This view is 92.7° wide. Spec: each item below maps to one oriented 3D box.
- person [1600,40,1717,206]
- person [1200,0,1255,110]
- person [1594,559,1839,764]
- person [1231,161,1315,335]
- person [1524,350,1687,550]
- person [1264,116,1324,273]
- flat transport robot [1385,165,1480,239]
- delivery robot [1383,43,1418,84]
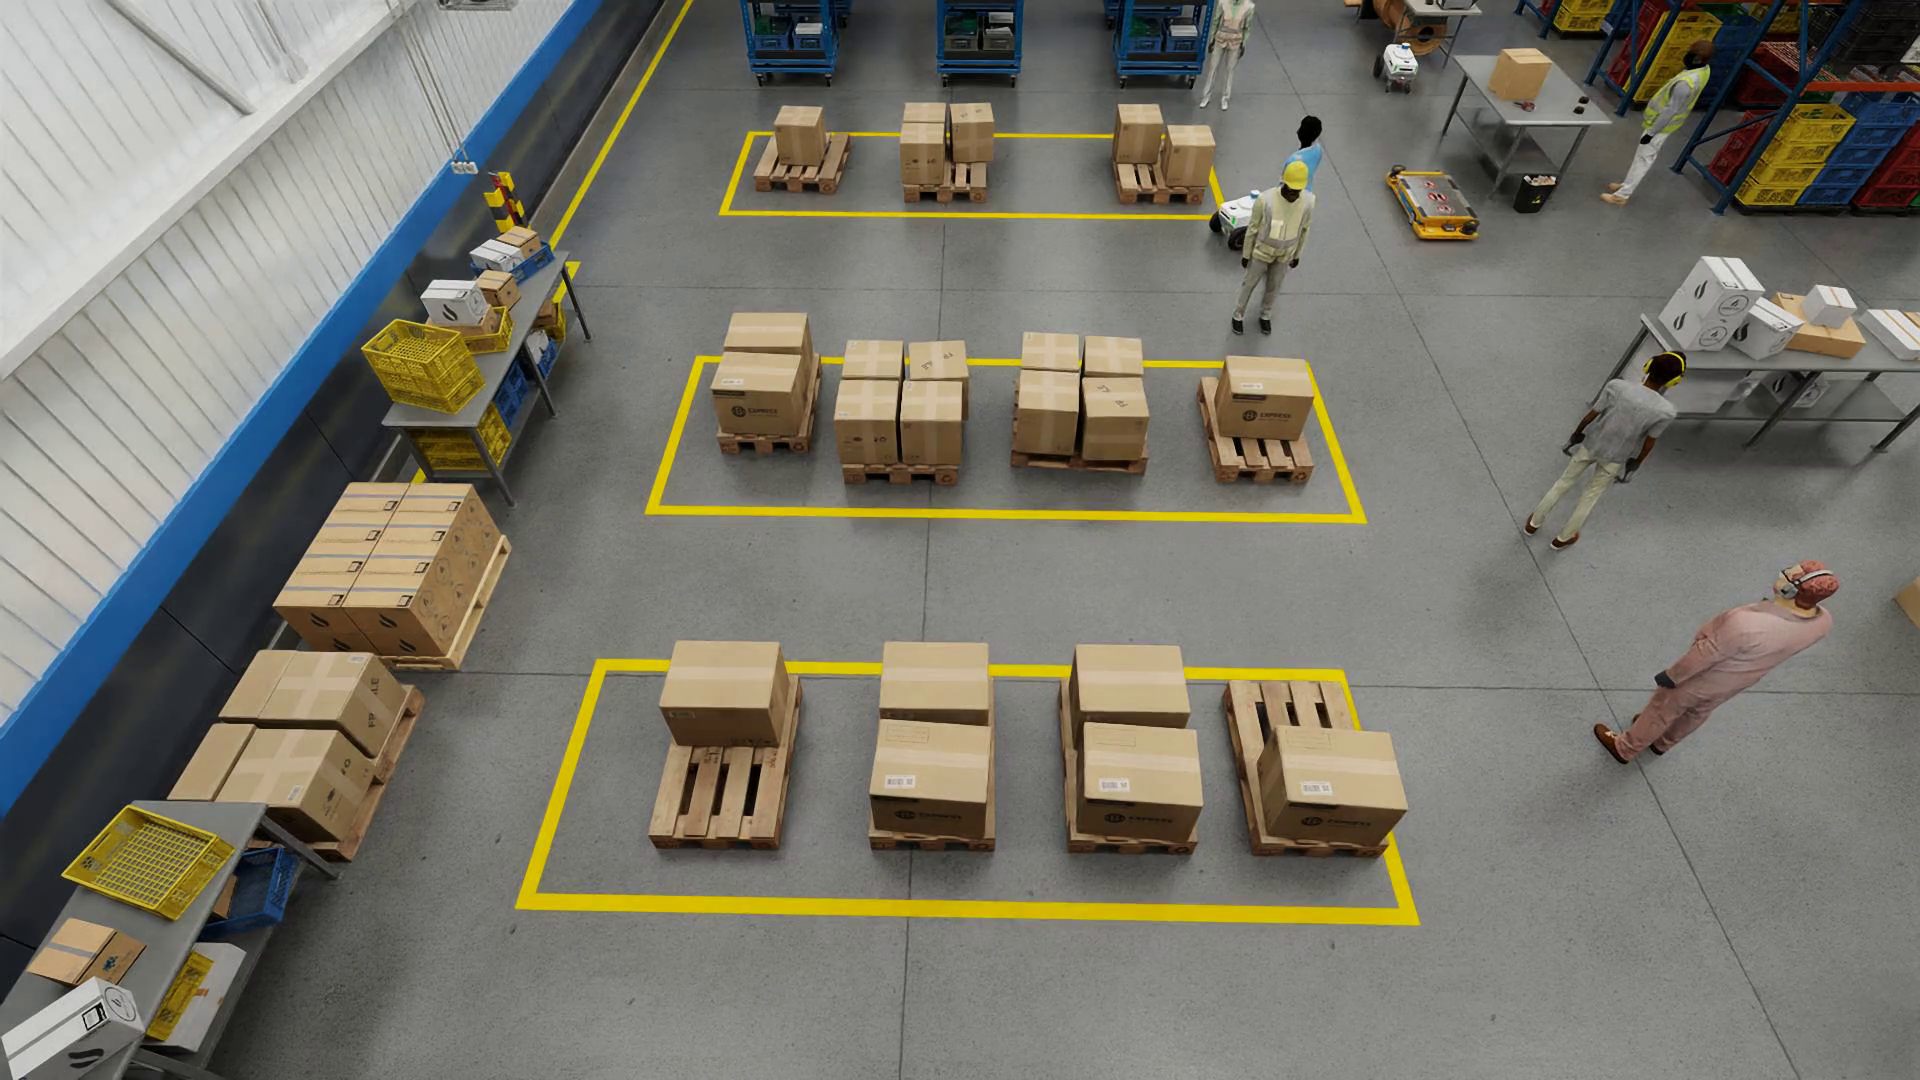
[{"bbox_3d":[8.141,-4.836,10.668,0.429,1.846,0.626,35,58,26],"label":"person"},{"bbox_3d":[3.627,-6.714,12.426,0.514,1.641,0.309,12,50,11],"label":"person"},{"bbox_3d":[4.745,0.796,5.761,0.647,1.901,0.402,-7,50,-6],"label":"person"},{"bbox_3d":[3.055,-2.821,8.940,0.595,1.824,0.403,-1,49,-1],"label":"person"},{"bbox_3d":[4.947,-0.673,7.049,0.309,1.868,0.535,-35,57,-26],"label":"person"},{"bbox_3d":[3.516,-3.625,9.715,0.533,1.697,0.322,-33,57,-26],"label":"person"},{"bbox_3d":[5.692,-4.094,11.059,0.652,0.197,1.431,1,49,1],"label":"flat transport robot"},{"bbox_3d":[6.371,-6.919,13.258,0.477,0.478,0.707,5,49,4],"label":"delivery robot"}]
